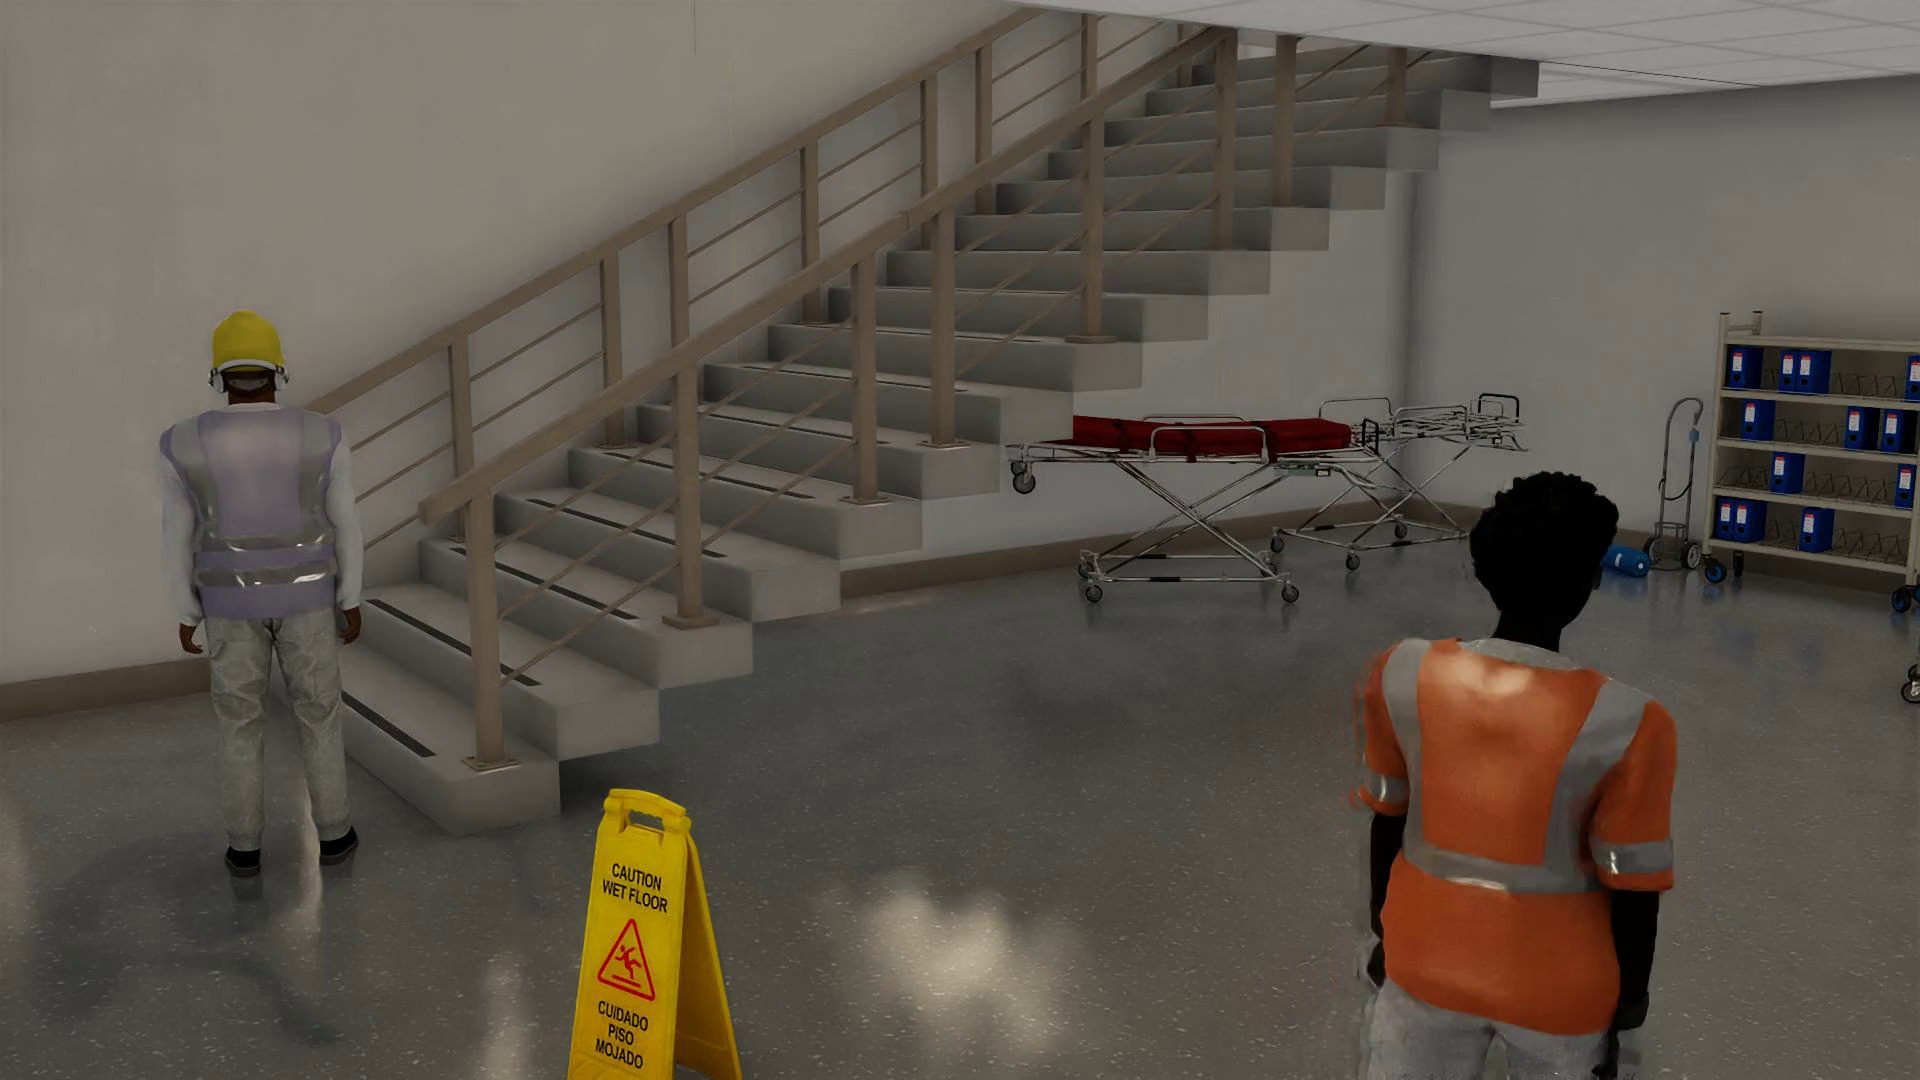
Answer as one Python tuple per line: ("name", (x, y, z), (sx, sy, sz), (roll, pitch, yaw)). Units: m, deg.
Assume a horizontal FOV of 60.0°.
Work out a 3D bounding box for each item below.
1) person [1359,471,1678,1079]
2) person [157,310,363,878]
("person", (0.861, 0.724, 2.711), (0.535, 1.672, 0.643), (7, 12, 37))
("person", (-2.244, 0.179, 5.400), (0.590, 1.837, 0.404), (-4, 11, -21))
